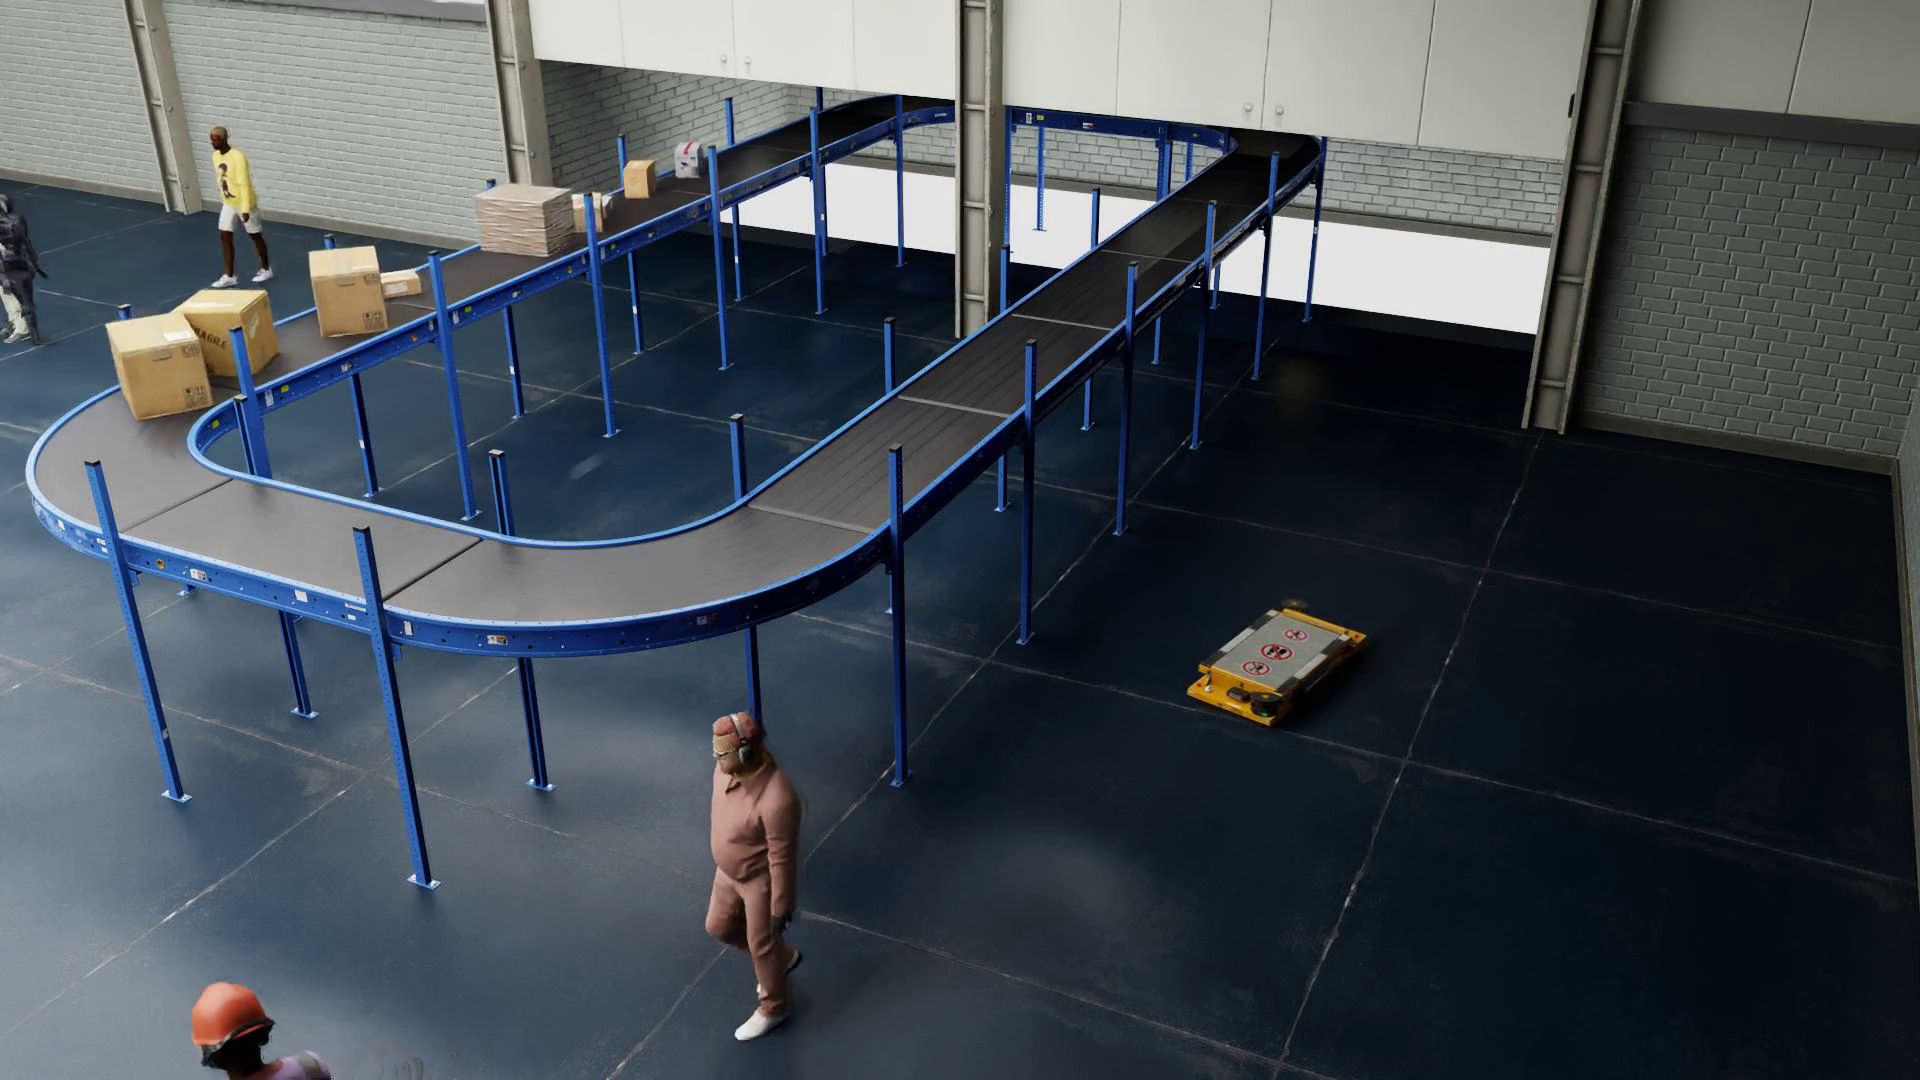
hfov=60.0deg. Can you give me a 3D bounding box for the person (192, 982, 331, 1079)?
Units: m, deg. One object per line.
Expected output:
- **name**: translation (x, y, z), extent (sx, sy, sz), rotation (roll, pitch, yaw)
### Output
- **person**: translation (-2.637, 2.583, 6.338), extent (0.523, 1.991, 0.674), rotation (16, 31, 30)

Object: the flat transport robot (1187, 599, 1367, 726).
- **flat transport robot**: translation (2.262, 0.850, 11.764), extent (0.659, 0.231, 1.431), rotation (19, 32, 34)

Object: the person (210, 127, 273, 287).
- **person**: translation (-8.534, -3.882, 19.495), extent (0.567, 1.865, 0.872), rotation (11, 28, 20)

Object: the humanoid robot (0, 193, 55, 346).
- **humanoid robot**: translation (-10.148, -2.899, 17.784), extent (0.704, 1.643, 0.601), rotation (5, 27, 10)

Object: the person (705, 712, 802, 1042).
- **person**: translation (-1.034, 1.675, 8.282), extent (0.437, 1.884, 0.661), rotation (-18, 31, -31)

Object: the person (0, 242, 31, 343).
- **person**: translation (-10.354, -3.006, 17.857), extent (0.320, 1.755, 0.562), rotation (-20, 33, -34)
